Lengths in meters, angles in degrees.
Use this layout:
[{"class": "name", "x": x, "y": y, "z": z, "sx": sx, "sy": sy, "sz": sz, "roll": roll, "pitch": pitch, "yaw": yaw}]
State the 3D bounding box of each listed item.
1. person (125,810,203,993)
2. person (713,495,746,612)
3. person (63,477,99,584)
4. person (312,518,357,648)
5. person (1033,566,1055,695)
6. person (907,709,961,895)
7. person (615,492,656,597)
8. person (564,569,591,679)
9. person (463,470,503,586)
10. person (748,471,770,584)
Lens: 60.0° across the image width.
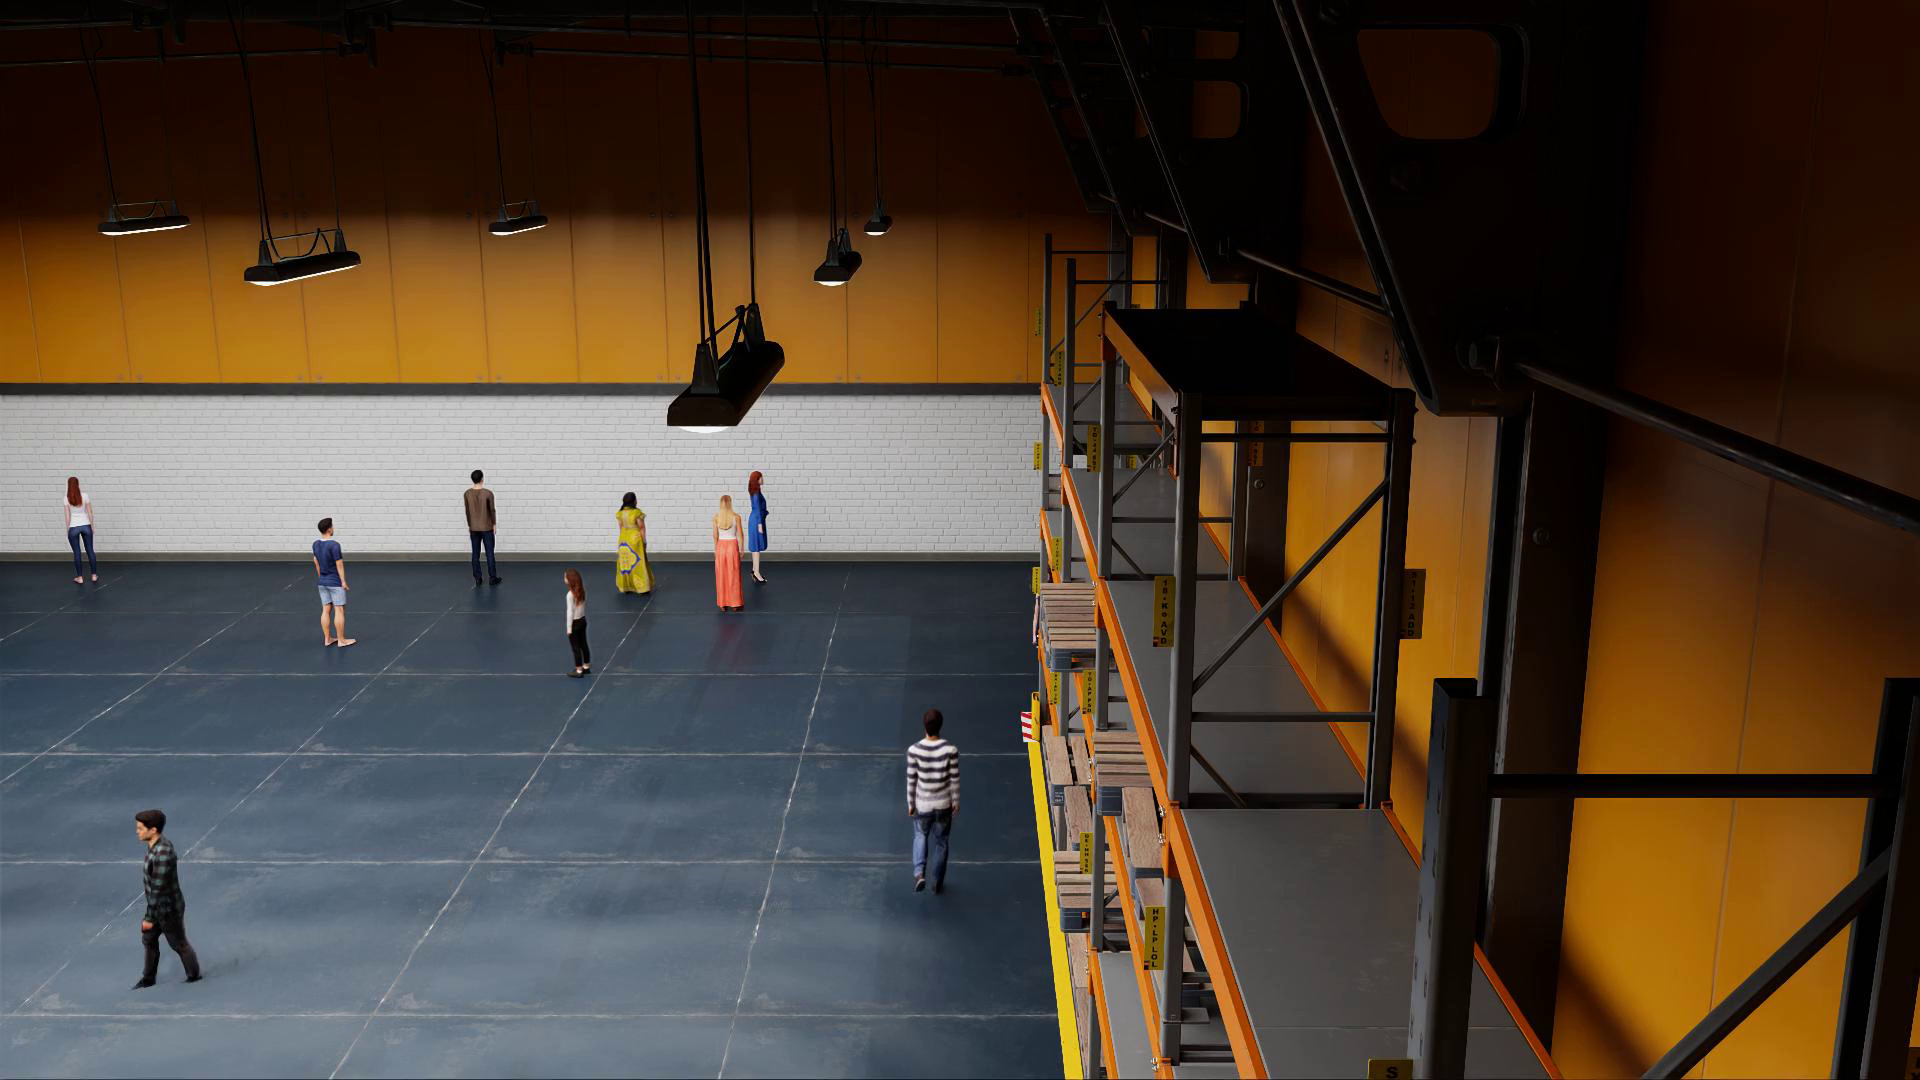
[{"class": "person", "x": -6.685, "y": 3.077, "z": 14.138, "sx": 0.980, "sy": 1.697, "sz": 0.972, "roll": -10, "pitch": 17, "yaw": -36}, {"class": "person", "x": -3.540, "y": 0.191, "z": 25.363, "sx": 0.644, "sy": 1.803, "sz": 0.608, "roll": 2, "pitch": 14, "yaw": 7}, {"class": "person", "x": -14.291, "y": -0.174, "z": 27.005, "sx": 0.650, "sy": 1.739, "sz": 0.697, "roll": -11, "pitch": 17, "yaw": -38}, {"class": "person", "x": -8.925, "y": 0.595, "z": 23.595, "sx": 0.689, "sy": 1.850, "sz": 0.675, "roll": 5, "pitch": 14, "yaw": 20}, {"class": "person", "x": 1.172, "y": 1.175, "z": 21.431, "sx": 0.679, "sy": 1.741, "sz": 0.701, "roll": 8, "pitch": 16, "yaw": 31}, {"class": "person", "x": -0.256, "y": 2.515, "z": 15.694, "sx": 0.675, "sy": 1.838, "sz": 0.816, "roll": 1, "pitch": 14, "yaw": 4}, {"class": "person", "x": -5.169, "y": 0.046, "z": 26.265, "sx": 0.973, "sy": 1.660, "sz": 0.950, "roll": 6, "pitch": 15, "yaw": 22}, {"class": "person", "x": -5.121, "y": 1.108, "z": 22.261, "sx": 0.658, "sy": 1.481, "sz": 0.511, "roll": 4, "pitch": 14, "yaw": 17}, {"class": "person", "x": -7.726, "y": -0.207, "z": 26.829, "sx": 0.655, "sy": 1.888, "sz": 0.579, "roll": 1, "pitch": 14, "yaw": 3}, {"class": "person", "x": -3.292, "y": -0.221, "z": 27.013, "sx": 0.721, "sy": 1.828, "sz": 0.569, "roll": -3, "pitch": 14, "yaw": -11}]
